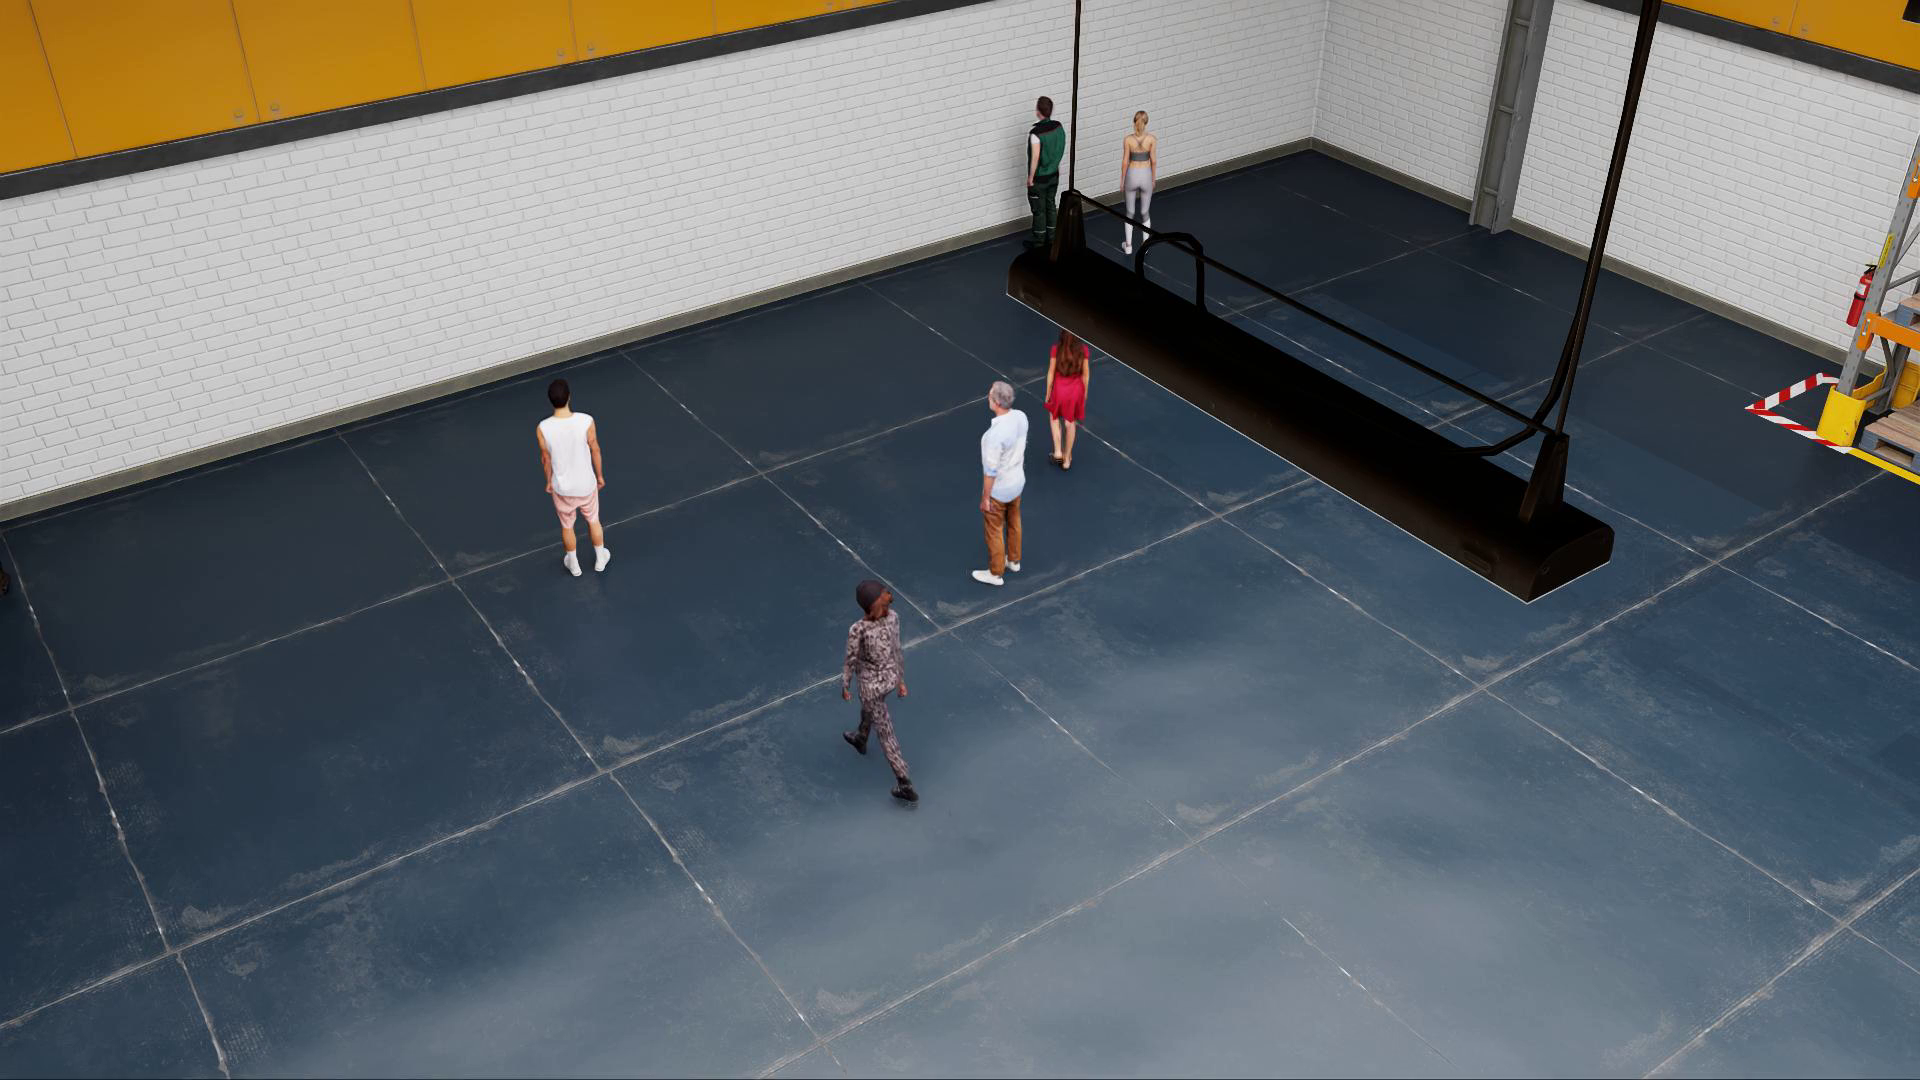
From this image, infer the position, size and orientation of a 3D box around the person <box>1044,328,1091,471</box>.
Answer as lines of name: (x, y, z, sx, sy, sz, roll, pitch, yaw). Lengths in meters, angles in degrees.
person: (0.983, -1.321, 15.192, 0.699, 1.536, 0.761, -1, 34, -2)

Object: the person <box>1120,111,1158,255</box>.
person: (2.069, -4.152, 19.301, 0.661, 1.703, 0.704, 1, 34, 2)

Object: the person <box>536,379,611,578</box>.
person: (-3.197, -0.502, 13.732, 0.711, 1.789, 0.686, -9, 35, -13)

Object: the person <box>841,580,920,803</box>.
person: (-0.520, 1.068, 11.480, 0.643, 1.668, 1.180, -25, 41, -33)

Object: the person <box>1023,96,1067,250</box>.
person: (0.971, -4.256, 19.335, 0.668, 1.838, 0.616, -27, 42, -34)

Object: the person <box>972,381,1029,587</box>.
person: (0.373, -0.475, 13.658, 0.739, 1.826, 0.774, 20, 38, 27)
